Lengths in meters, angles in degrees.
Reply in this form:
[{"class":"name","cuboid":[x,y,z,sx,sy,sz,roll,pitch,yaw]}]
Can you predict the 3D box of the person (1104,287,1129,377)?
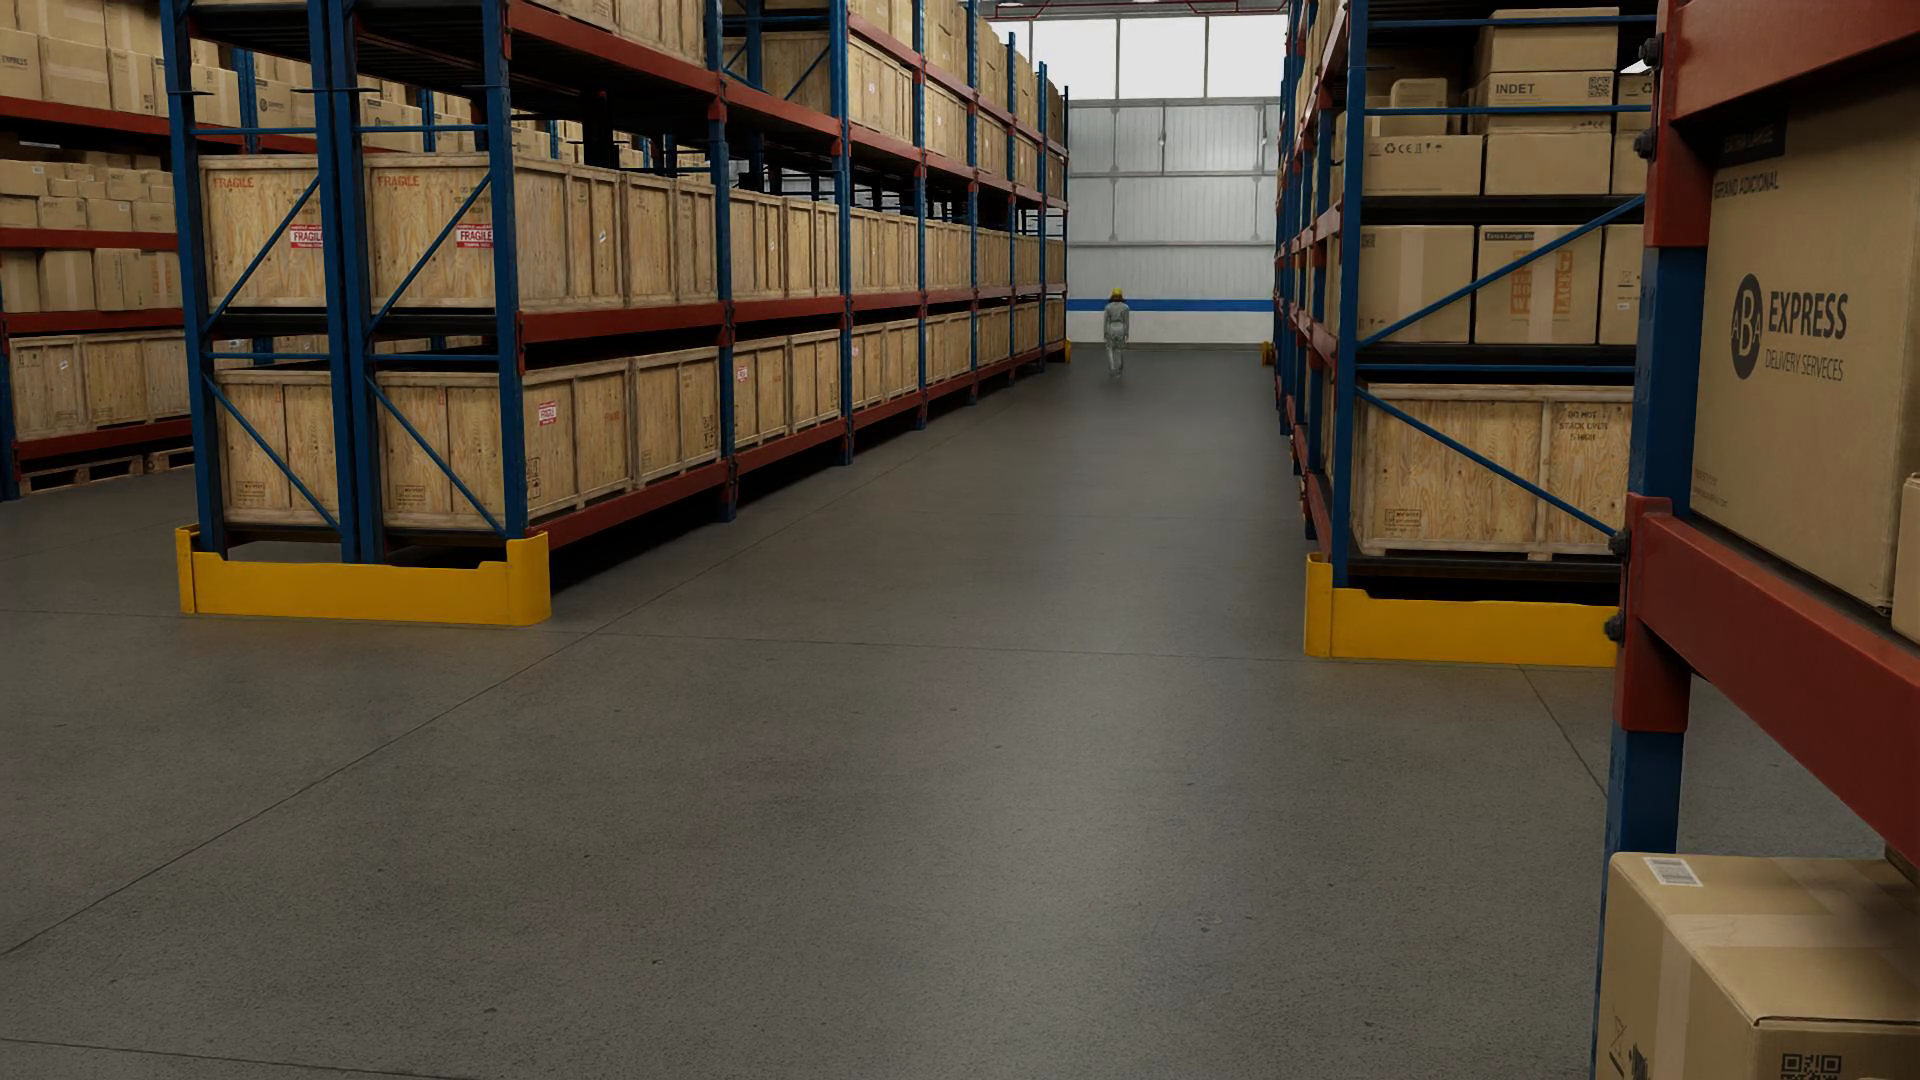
[{"class":"person","cuboid":[3.021,-4.000,32.086,0.496,1.729,0.511,1,9,3]}]
